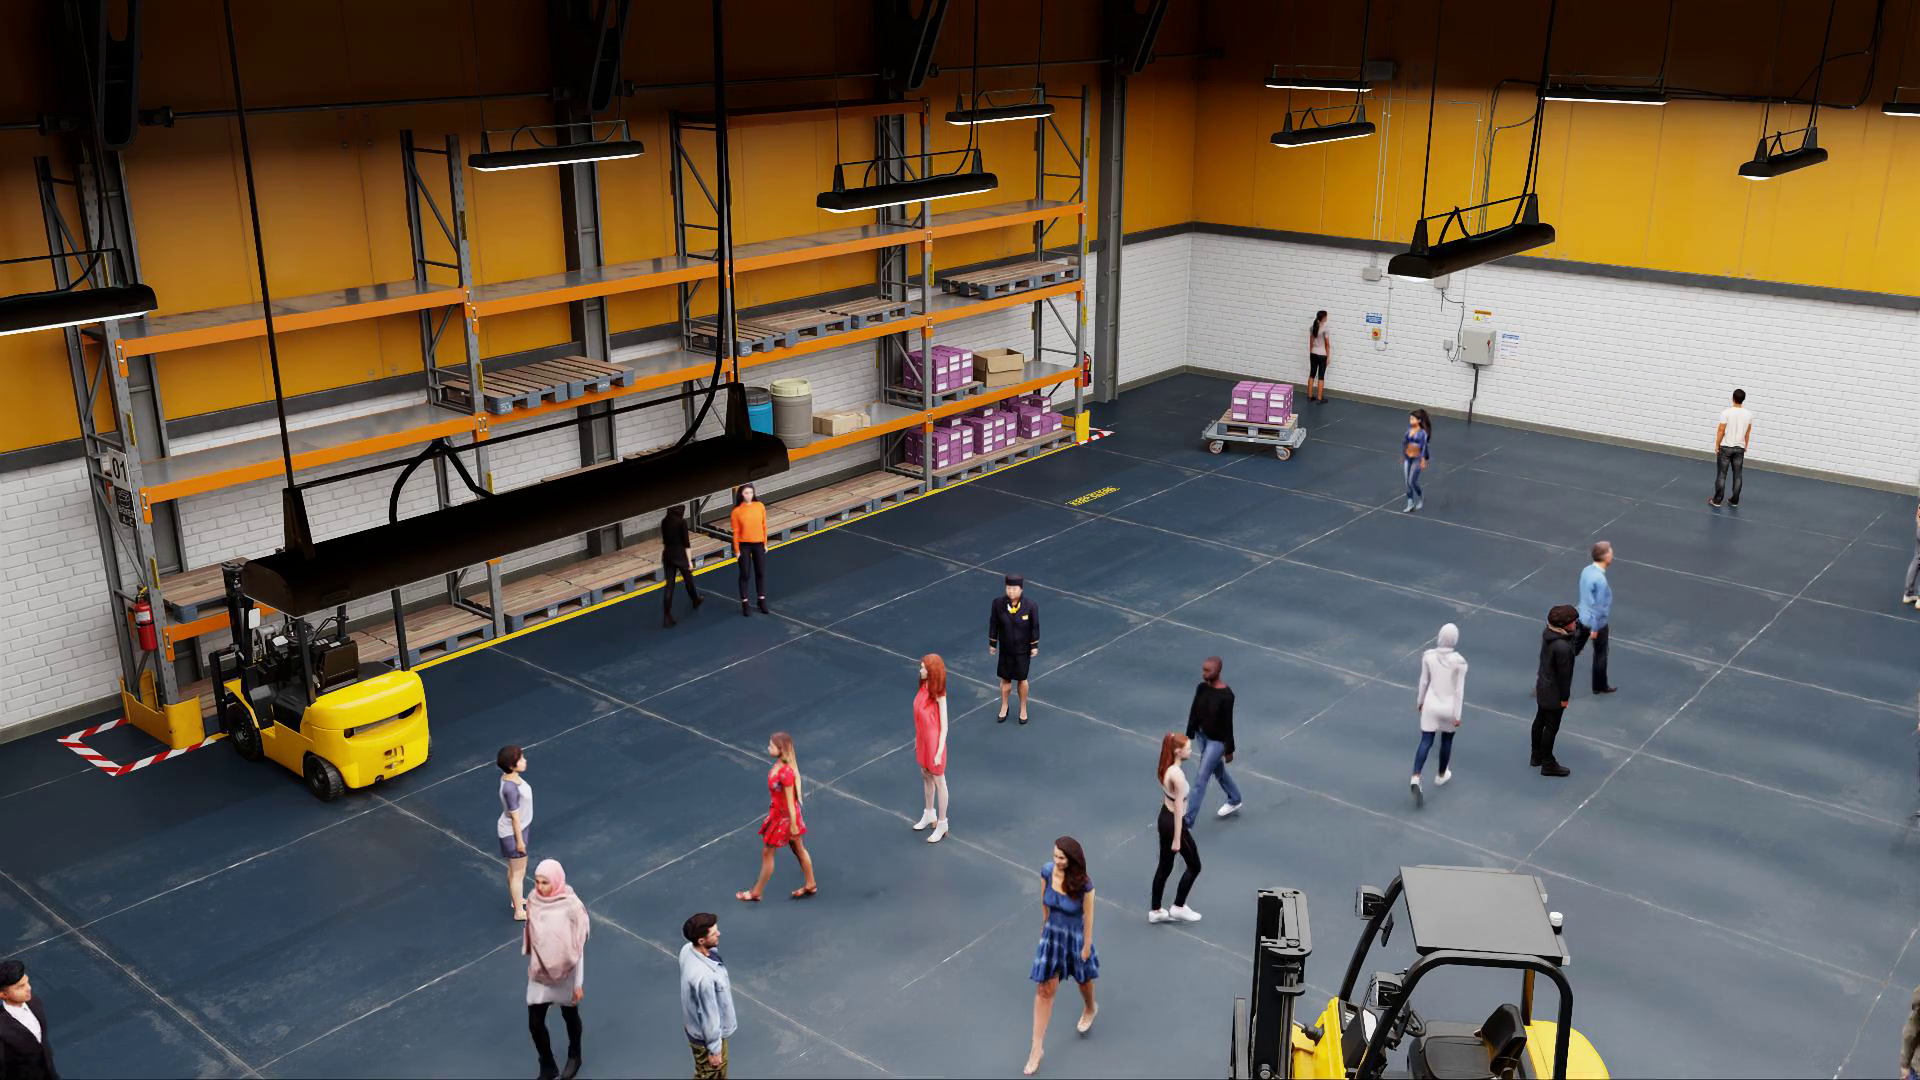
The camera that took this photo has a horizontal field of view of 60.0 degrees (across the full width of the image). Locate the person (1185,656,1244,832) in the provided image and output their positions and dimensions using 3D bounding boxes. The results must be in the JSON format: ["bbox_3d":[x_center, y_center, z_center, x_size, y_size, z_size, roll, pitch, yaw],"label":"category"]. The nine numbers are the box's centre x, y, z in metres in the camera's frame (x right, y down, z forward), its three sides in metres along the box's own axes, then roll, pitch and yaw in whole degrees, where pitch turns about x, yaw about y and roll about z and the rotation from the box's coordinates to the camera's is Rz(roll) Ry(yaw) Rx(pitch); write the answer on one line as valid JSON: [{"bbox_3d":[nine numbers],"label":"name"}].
[{"bbox_3d":[2.423,1.889,15.610,1.232,1.702,0.828,-13,22,-33],"label":"person"}]

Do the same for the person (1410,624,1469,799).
[{"bbox_3d":[4.632,1.681,16.150,0.665,1.751,1.089,13,23,35],"label":"person"}]

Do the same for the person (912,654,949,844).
[{"bbox_3d":[-0.255,1.899,15.383,0.618,1.828,0.648,-10,21,-28],"label":"person"}]

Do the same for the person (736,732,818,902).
[{"bbox_3d":[-1.414,2.391,14.329,1.015,1.567,0.927,-3,19,-9],"label":"person"}]

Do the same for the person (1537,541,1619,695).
[{"bbox_3d":[6.913,0.895,18.436,1.225,1.782,1.155,-2,19,-6],"label":"person"}]

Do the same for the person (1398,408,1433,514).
[{"bbox_3d":[6.841,-1.187,24.885,0.743,1.611,0.719,-10,21,-28],"label":"person"}]

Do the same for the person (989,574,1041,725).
[{"bbox_3d":[0.590,1.159,17.826,0.805,1.671,0.801,4,19,11],"label":"person"}]

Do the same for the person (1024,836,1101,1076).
[{"bbox_3d":[0.828,2.992,12.253,0.717,1.755,1.155,12,22,32],"label":"person"}]

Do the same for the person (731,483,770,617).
[{"bbox_3d":[-2.640,0.087,20.888,0.604,1.747,0.747,-11,21,-29],"label":"person"}]

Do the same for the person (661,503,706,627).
[{"bbox_3d":[-3.555,0.291,20.529,0.874,1.590,1.172,8,20,23],"label":"person"}]

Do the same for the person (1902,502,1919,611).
[{"bbox_3d":[12.318,-0.064,21.105,0.772,1.895,0.737,-3,19,-9],"label":"person"}]

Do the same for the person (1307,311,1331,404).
[{"bbox_3d":[6.786,-3.476,31.471,0.597,1.746,0.647,-14,23,-36],"label":"person"}]

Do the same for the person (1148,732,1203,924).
[{"bbox_3d":[1.703,2.434,13.946,0.839,1.730,0.781,-3,19,-9],"label":"person"}]

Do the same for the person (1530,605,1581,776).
[{"bbox_3d":[5.951,1.486,16.687,0.781,1.778,0.722,-2,19,-5],"label":"person"}]

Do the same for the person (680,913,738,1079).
[{"bbox_3d":[-1.707,3.317,11.199,0.754,1.811,0.765,-7,20,-19],"label":"person"}]

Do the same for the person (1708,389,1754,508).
[{"bbox_3d":[11.716,-1.401,25.226,0.706,1.800,0.734,1,19,3],"label":"person"}]

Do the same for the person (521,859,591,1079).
[{"bbox_3d":[-2.843,3.071,11.962,0.786,1.789,0.848,3,19,10],"label":"person"}]

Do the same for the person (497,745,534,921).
[{"bbox_3d":[-3.774,2.459,14.131,0.682,1.564,0.652,-5,19,-16],"label":"person"}]
